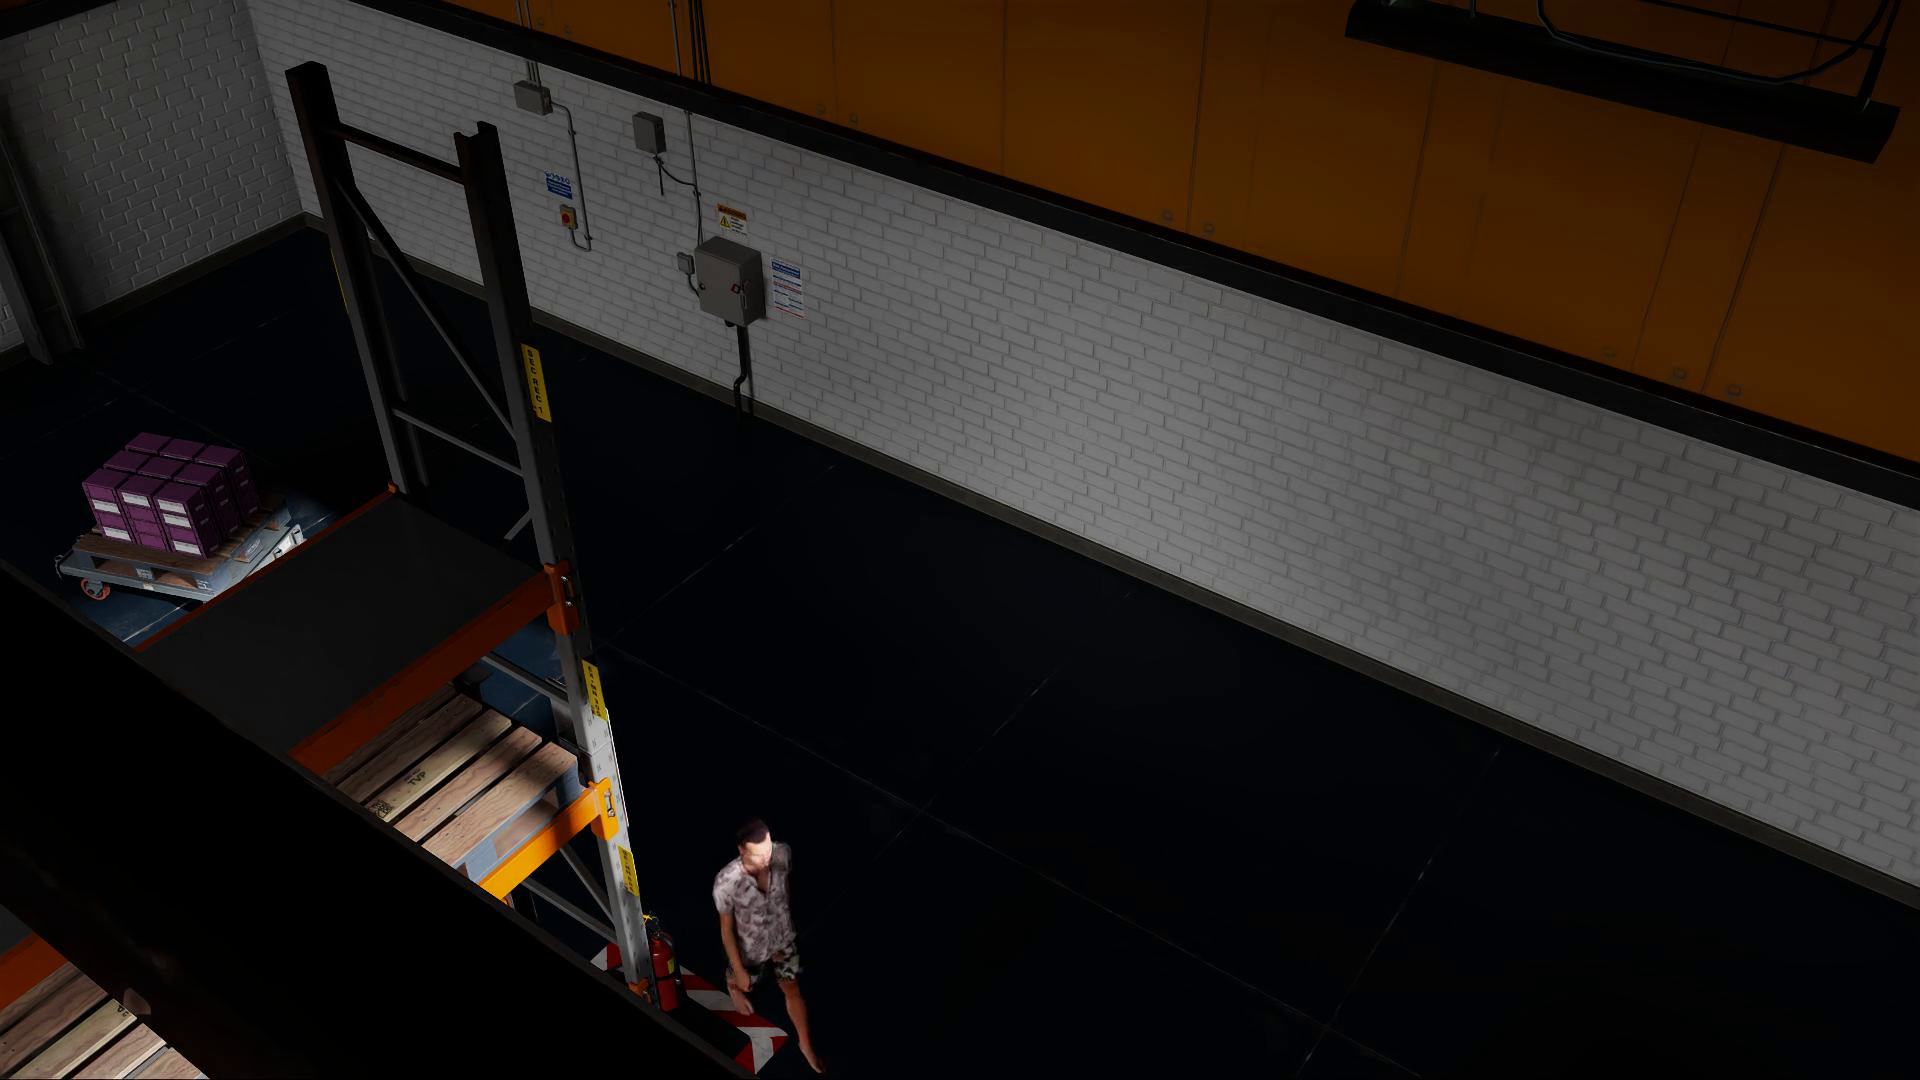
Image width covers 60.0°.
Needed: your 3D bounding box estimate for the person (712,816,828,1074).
[{"bbox_3d":[-1.196,2.177,9.397,1.141,1.783,0.993,-24,44,-27],"label":"person"}]
